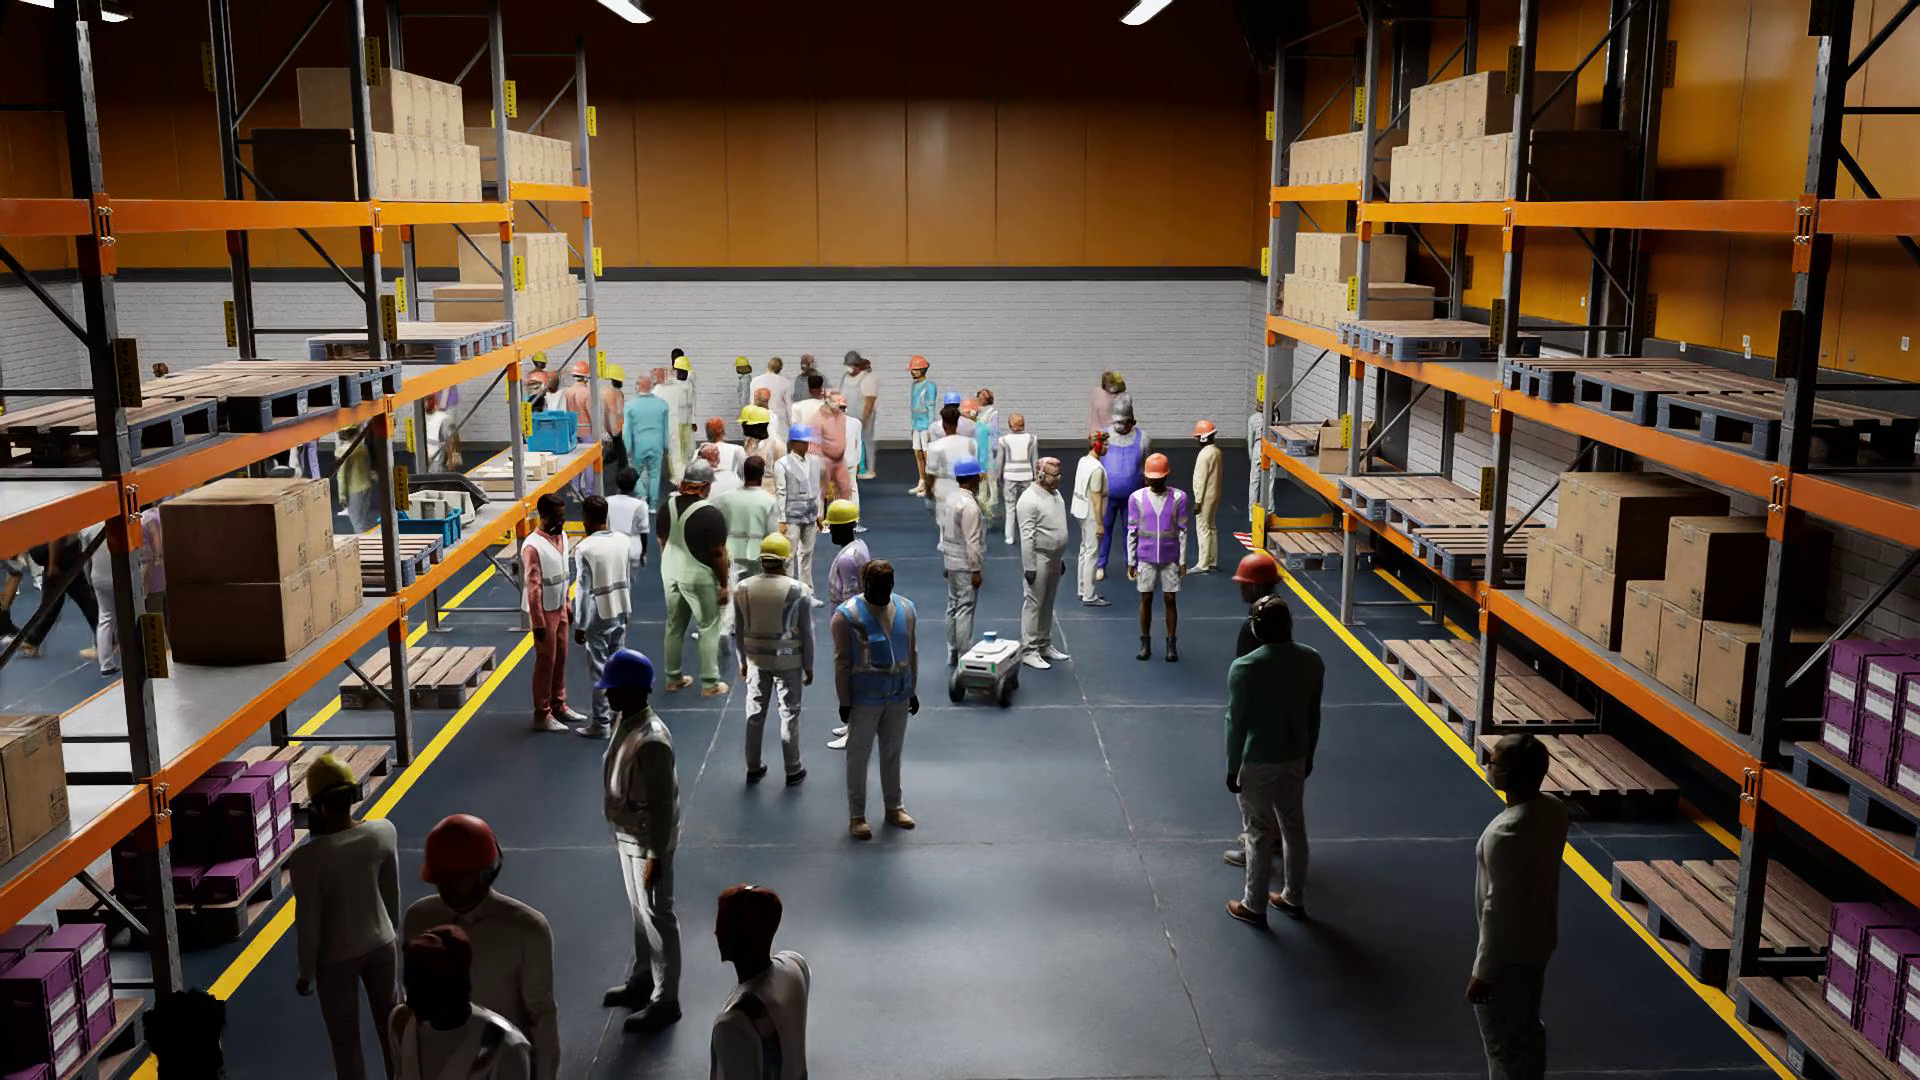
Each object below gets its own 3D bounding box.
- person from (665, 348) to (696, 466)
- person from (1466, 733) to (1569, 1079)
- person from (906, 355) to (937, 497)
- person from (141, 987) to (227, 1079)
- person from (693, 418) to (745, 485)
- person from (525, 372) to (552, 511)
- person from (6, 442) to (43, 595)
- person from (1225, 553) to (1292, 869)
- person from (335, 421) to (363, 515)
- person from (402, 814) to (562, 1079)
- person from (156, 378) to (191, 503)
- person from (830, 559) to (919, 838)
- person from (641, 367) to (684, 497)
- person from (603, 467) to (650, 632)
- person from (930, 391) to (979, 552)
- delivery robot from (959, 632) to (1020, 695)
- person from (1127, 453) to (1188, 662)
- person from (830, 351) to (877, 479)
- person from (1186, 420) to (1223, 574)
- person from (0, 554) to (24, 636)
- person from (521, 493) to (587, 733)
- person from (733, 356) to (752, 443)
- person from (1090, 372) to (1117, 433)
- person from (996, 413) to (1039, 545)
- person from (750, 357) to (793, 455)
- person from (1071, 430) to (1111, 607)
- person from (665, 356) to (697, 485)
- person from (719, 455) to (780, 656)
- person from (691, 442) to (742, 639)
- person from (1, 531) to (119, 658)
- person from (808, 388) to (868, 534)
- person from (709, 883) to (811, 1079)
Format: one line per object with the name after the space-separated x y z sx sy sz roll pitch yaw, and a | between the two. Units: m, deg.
-4.441 -2.111 26.563 0.587 1.910 0.396 6 13 29 | person
2.347 1.752 7.104 0.372 1.940 0.631 8 14 36 | person
-0.560 -1.627 23.821 0.404 2.036 0.610 -7 13 -30 | person
-2.112 2.236 4.732 0.600 1.927 0.973 -3 12 -16 | person
-2.591 -0.415 18.196 0.652 1.847 0.665 -3 12 -16 | person
-5.632 -1.251 22.158 0.610 1.941 0.656 -9 14 -37 | person
-10.072 -0.238 17.832 0.309 1.641 0.515 10 15 42 | person
1.856 1.066 10.441 0.434 1.981 0.633 7 13 30 | person
-8.246 -1.199 22.416 0.321 1.737 0.485 4 12 19 | person
-1.754 1.936 6.070 0.621 1.985 0.408 3 12 16 | person
-10.323 -1.156 21.724 0.593 1.923 0.386 0 11 -2 | person
-0.534 1.028 10.982 0.627 1.844 0.429 -7 13 -31 | person
-4.318 -1.540 23.812 0.967 1.851 0.640 7 13 32 | person
-3.224 0.142 15.862 0.558 1.664 0.570 -2 11 -10 | person
-0.073 -0.819 20.000 0.602 1.937 0.408 -2 11 -9 | person
0.252 1.019 14.027 0.477 0.478 0.707 4 12 19 | delivery robot
1.795 0.158 15.146 0.549 1.924 0.389 1 11 7 | person
-1.596 -1.880 25.061 0.693 2.000 1.051 7 13 30 | person
2.770 -0.485 18.833 0.353 1.737 0.570 5 12 25 | person
-9.270 -0.003 15.957 0.565 1.912 0.456 0 11 2 | person
-3.247 0.565 13.143 0.405 1.909 0.597 2 12 12 | person
-3.502 -2.110 26.983 0.321 1.737 0.485 0 11 -1 | person
1.981 -1.399 23.055 0.360 1.892 0.714 0 11 -2 | person
0.712 -0.744 20.396 0.524 1.635 0.325 -1 11 -5 | person
-2.813 -1.778 24.888 0.657 1.908 0.421 0 11 -1 | person
1.362 -0.225 17.277 0.402 1.836 0.562 -2 11 -10 | person
-4.157 -1.790 24.896 0.387 1.925 0.591 8 14 35 | person
-1.936 0.181 15.122 0.594 1.892 0.619 3 12 16 | person
-2.375 0.013 15.911 0.402 1.904 0.651 10 15 42 | person
-8.256 0.103 15.114 1.005 2.000 0.699 -5 12 -25 | person
-1.546 -0.973 20.920 0.873 1.871 0.680 9 14 37 | person
-0.692 2.066 5.669 0.348 1.882 0.584 3 12 14 | person
